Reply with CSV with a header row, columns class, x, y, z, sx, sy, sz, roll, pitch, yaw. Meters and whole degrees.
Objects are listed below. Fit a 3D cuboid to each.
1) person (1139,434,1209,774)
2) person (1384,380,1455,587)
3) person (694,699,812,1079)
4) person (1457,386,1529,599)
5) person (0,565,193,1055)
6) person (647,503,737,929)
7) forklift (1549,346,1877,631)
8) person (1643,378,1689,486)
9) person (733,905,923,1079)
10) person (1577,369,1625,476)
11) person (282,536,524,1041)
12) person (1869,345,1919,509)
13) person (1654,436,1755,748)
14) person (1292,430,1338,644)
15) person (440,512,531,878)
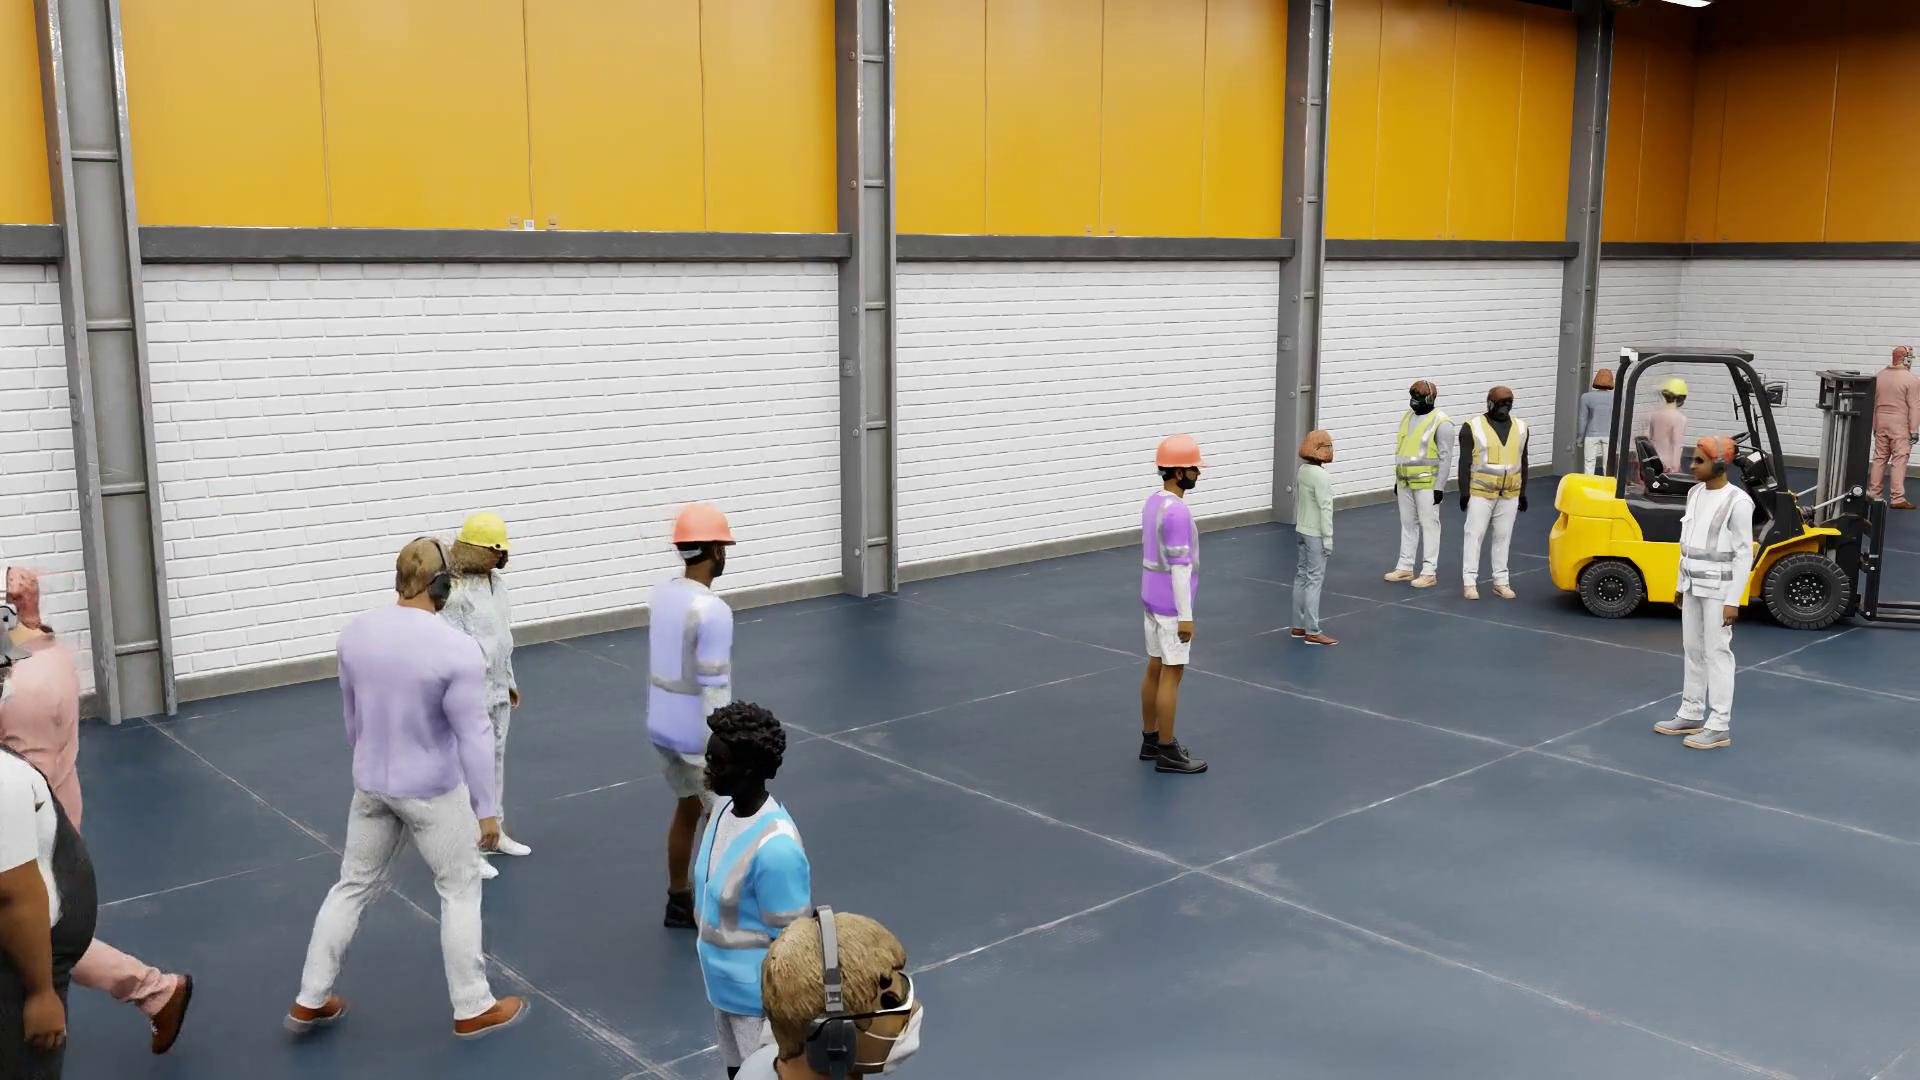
class,x,y,z,sx,sy,sz,roll,pitch,yaw
person,1.225,0.360,9.529,0.362,1.939,0.542,-2,10,-11
person,4.103,-0.505,14.877,0.429,1.845,0.621,-5,11,-27
person,-0.600,1.290,4.792,0.317,1.696,0.539,-5,11,-28
person,4.591,-0.404,14.303,0.643,1.839,0.429,-1,10,-7
person,-3.226,1.007,5.905,0.749,1.886,0.650,-4,11,-24
person,-1.090,0.800,7.052,0.425,1.917,0.542,-9,13,-43
forklift,6.109,-0.478,13.691,2.313,2.155,1.214,3,10,16
person,7.046,-0.769,16.764,0.889,1.728,0.537,-3,10,-15
person,-0.209,1.524,2.717,0.373,1.940,0.628,-3,10,-18
person,7.502,-1.189,19.491,0.509,1.632,0.269,3,10,16
person,-2.101,0.949,6.210,0.836,1.905,0.563,3,10,19
person,10.955,-1.318,19.448,0.407,1.908,0.641,-3,10,-19
person,4.498,0.306,10.003,0.340,1.882,0.586,-1,10,-9
person,2.708,-0.027,12.679,0.285,1.636,0.500,-2,10,-11
person,-2.270,0.726,7.972,0.309,1.739,0.483,3,10,16
